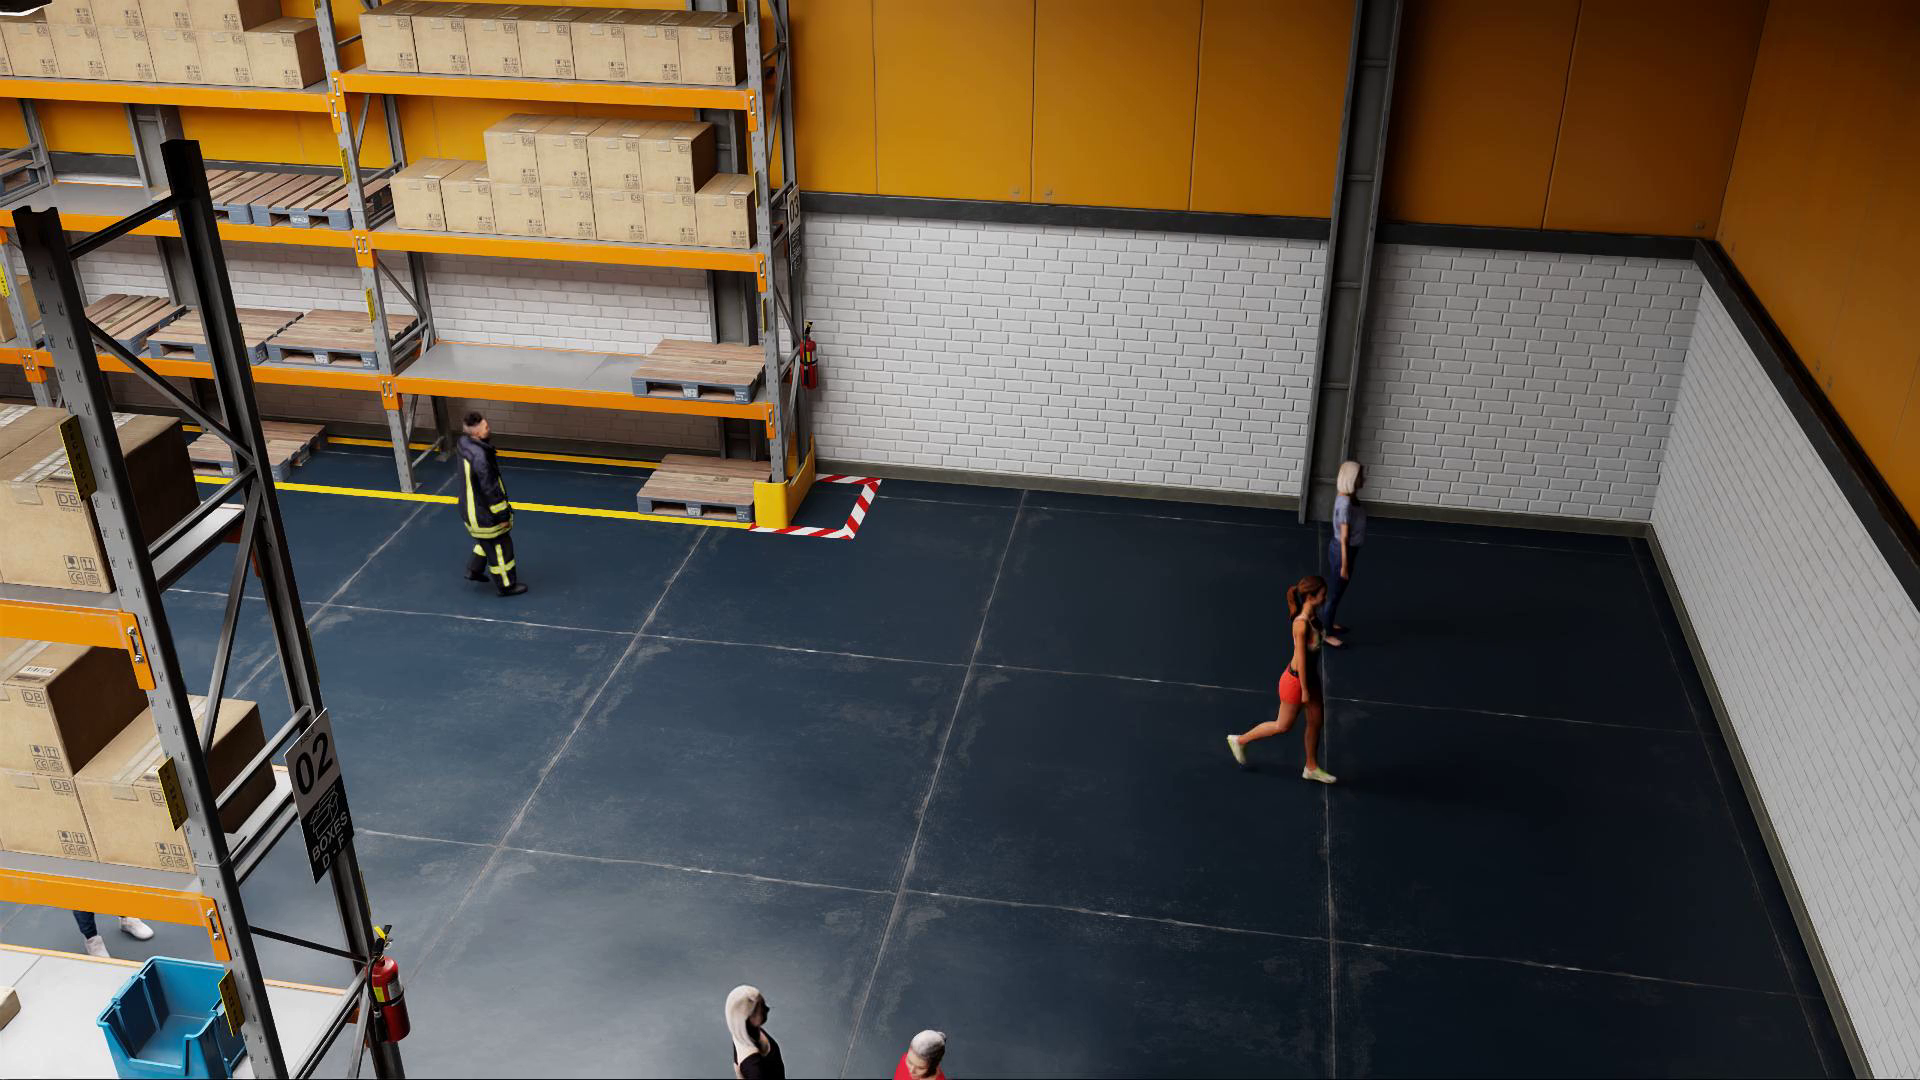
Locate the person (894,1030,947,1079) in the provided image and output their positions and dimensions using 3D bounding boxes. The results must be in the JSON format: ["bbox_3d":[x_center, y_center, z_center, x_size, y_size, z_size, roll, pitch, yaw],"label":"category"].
[{"bbox_3d":[-0.126,3.161,8.786,0.841,1.680,0.791,-19,34,-31],"label":"person"}]

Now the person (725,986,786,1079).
[{"bbox_3d":[-1.059,3.070,8.795,0.672,1.829,0.652,-12,31,-21],"label":"person"}]

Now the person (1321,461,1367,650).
[{"bbox_3d":[3.297,0.103,14.347,0.515,1.722,0.591,7,29,12],"label":"person"}]

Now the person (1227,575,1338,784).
[{"bbox_3d":[2.478,1.063,12.544,1.141,1.763,0.771,13,31,22],"label":"person"}]

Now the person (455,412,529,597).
[{"bbox_3d":[-4.342,-0.327,14.995,1.025,1.857,0.964,-18,34,-30],"label":"person"}]
